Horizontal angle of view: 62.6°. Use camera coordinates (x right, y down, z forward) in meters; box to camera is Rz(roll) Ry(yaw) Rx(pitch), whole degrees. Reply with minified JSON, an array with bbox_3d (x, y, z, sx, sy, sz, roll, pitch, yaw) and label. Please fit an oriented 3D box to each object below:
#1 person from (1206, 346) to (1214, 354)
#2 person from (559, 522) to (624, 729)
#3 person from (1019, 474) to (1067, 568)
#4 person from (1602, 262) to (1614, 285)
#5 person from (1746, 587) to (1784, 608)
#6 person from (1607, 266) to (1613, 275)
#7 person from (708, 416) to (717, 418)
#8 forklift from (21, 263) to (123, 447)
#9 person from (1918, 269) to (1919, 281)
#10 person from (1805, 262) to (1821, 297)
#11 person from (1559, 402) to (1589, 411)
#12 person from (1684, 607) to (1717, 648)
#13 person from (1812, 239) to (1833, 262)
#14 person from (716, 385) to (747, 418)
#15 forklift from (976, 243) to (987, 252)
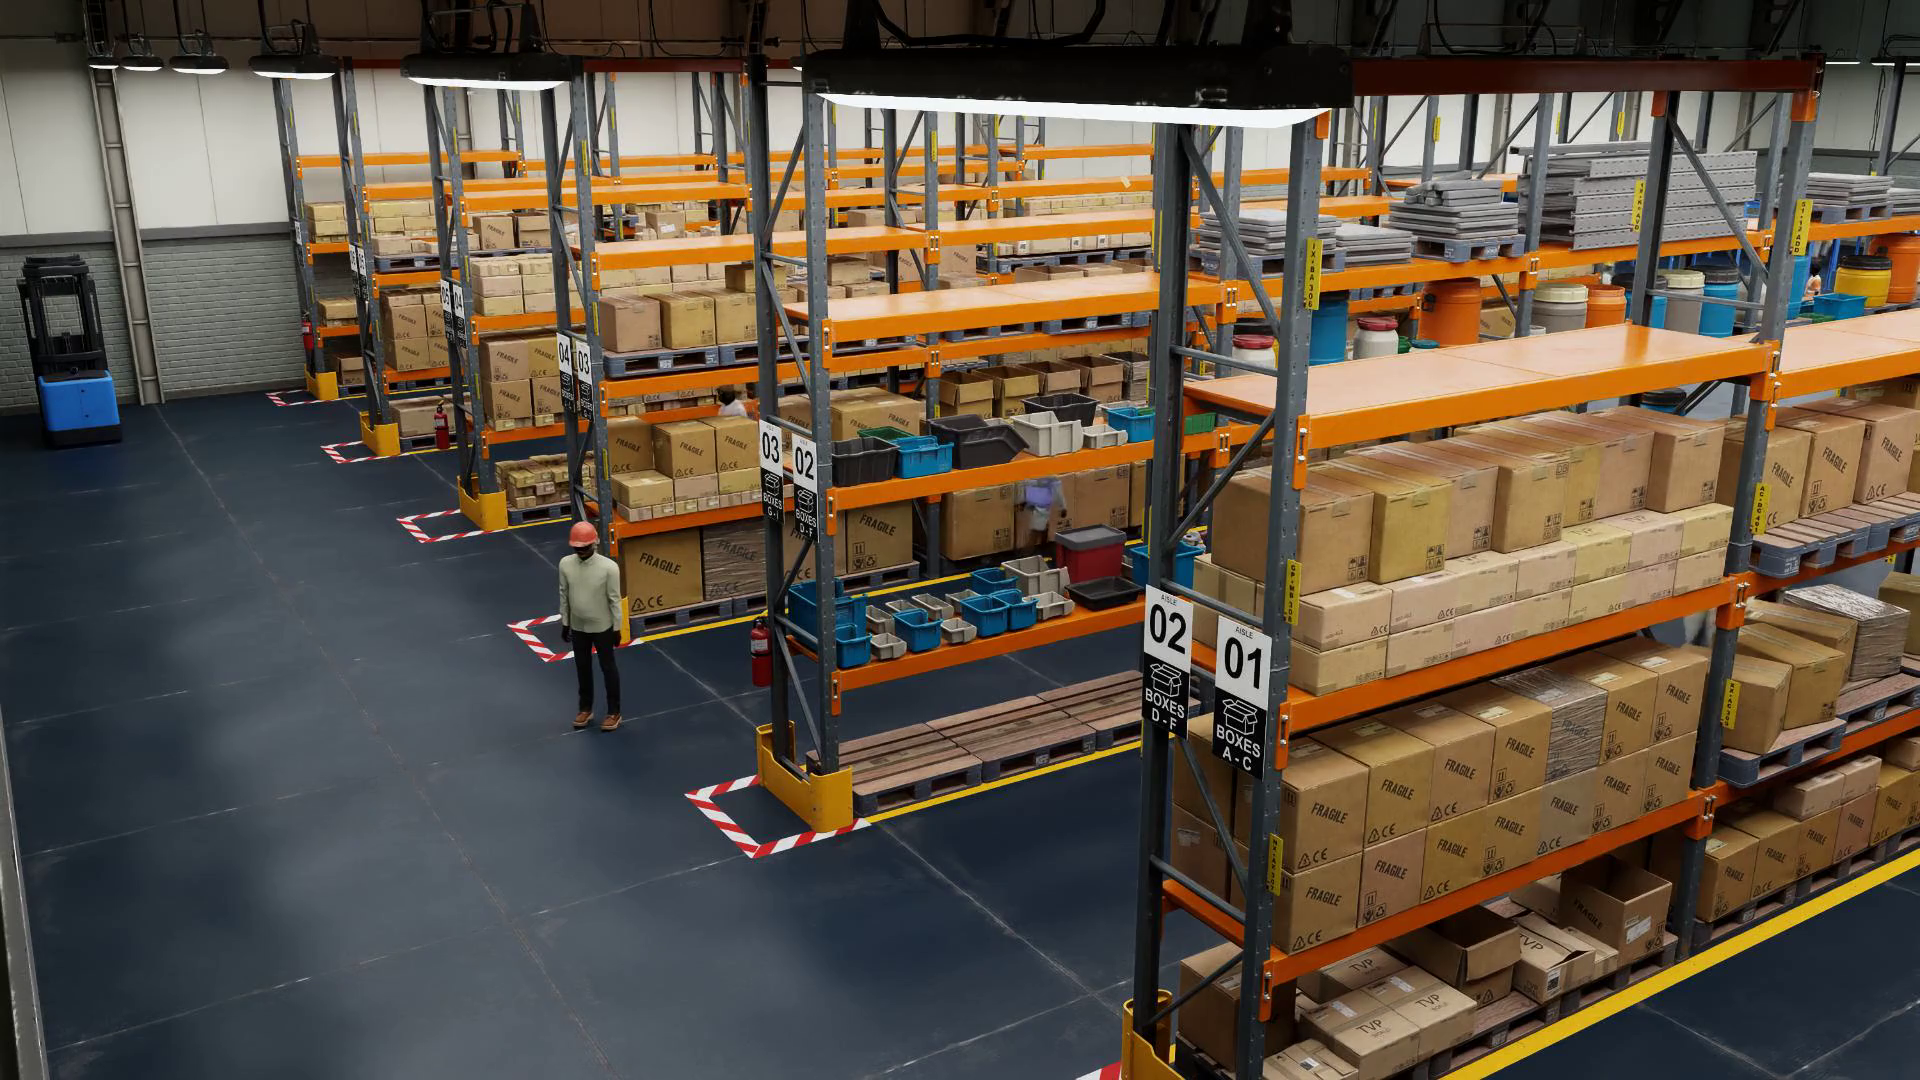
[{"bbox_3d":[3.798,-2.034,23.961,0.429,1.842,0.630,13,21,36],"label":"person"},{"bbox_3d":[-3.391,0.777,14.505,0.618,1.987,0.406,5,18,15],"label":"person"},{"bbox_3d":[1.065,-0.485,18.788,0.941,1.892,0.576,-11,20,-33],"label":"person"},{"bbox_3d":[14.392,-5.403,35.185,0.842,1.728,0.543,-3,17,-11],"label":"person"},{"bbox_3d":[7.074,1.047,13.943,0.885,1.804,0.606,-11,20,-32],"label":"person"},{"bbox_3d":[15.603,-6.496,38.455,0.499,1.924,0.632,-6,18,-18],"label":"person"},{"bbox_3d":[-3.794,-2.428,25.366,0.591,1.787,0.949,14,22,39],"label":"person"},{"bbox_3d":[-14.518,-3.079,25.708,1.129,2.768,1.873,-10,20,-31],"label":"forklift"},{"bbox_3d":[21.978,-5.879,36.489,0.671,1.890,0.528,-2,17,-6],"label":"person"},{"bbox_3d":[18.808,-5.281,34.848,0.322,1.699,0.535,5,18,16],"label":"person"},{"bbox_3d":[10.098,-2.660,25.736,0.632,1.998,0.747,-14,22,-38],"label":"person"},{"bbox_3d":[7.242,0.597,15.206,0.575,1.919,0.642,-16,23,-41],"label":"person"},{"bbox_3d":[26.475,-9.473,48.208,0.626,1.921,0.588,-9,19,-27],"label":"person"},{"bbox_3d":[-3.130,-1.241,21.408,0.574,1.816,0.621,-10,20,-31],"label":"person"},{"bbox_3d":[0.988,-5.474,34.718,1.214,2.155,2.313,-10,20,-31],"label":"forklift"}]
